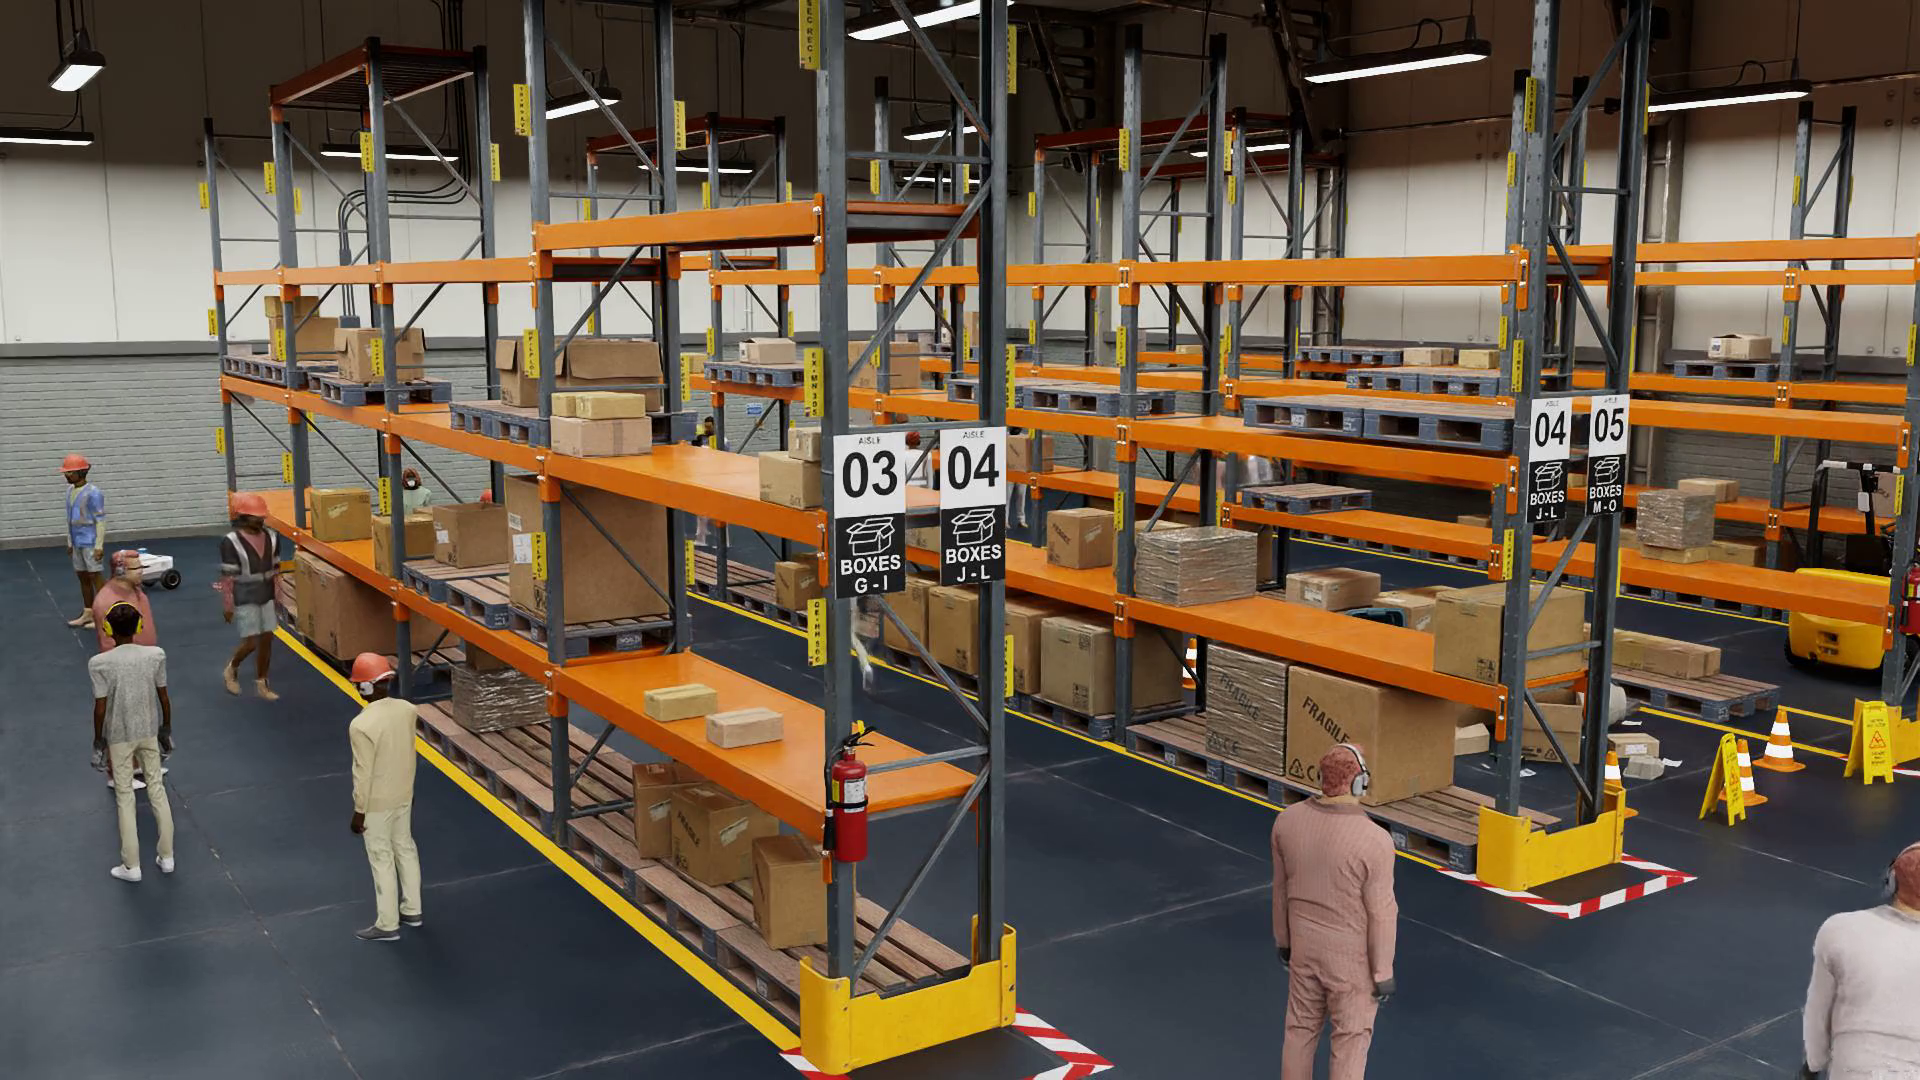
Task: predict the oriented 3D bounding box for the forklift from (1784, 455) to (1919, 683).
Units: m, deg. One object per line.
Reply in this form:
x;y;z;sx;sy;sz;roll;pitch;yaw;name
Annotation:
9.643;0.253;17.172;2.313;2.155;1.214;-6;10;-33;forklift

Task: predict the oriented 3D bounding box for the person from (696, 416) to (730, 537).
-3.950;-1.013;26.514;0.593;1.920;0.391;3;9;18;person

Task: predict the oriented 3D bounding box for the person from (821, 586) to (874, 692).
-1.112;0.602;15.997;0.514;1.856;0.584;-6;10;-34;person

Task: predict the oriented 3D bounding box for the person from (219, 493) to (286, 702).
-6.702;0.550;15.769;0.543;2.026;0.607;5;10;28;person

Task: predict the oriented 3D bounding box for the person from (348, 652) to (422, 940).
-3.511;1.540;10.068;0.346;1.746;0.573;3;9;16;person

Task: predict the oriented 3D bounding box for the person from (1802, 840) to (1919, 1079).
3.517;2.054;6.266;0.638;1.869;0.955;5;10;31;person

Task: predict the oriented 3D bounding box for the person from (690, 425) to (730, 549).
-3.826;-0.801;25.267;0.689;1.885;0.604;0;9;1;person

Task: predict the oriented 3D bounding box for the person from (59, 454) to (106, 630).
-10.123;0.024;19.193;0.615;2.040;0.391;5;10;31;person

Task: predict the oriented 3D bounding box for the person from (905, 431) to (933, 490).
-0.673;-0.658;24.269;0.573;1.883;0.353;-1;9;-8;person

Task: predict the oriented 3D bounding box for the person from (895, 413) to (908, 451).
-1.152;-1.651;31.850;0.422;1.612;0.532;3;9;17;person

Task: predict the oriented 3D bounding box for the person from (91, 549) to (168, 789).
-6.537;1.011;13.113;0.397;1.897;0.638;0;9;-3;person

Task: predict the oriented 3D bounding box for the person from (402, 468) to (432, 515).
-7.073;-0.122;21.525;0.507;1.632;0.265;-4;9;-25;person

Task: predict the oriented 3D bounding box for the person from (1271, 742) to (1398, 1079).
1.704;1.848;7.522;0.402;1.902;0.652;-7;11;-38;person

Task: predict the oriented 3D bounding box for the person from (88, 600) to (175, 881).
-5.510;1.331;11.068;0.313;1.869;0.528;8;11;42;person

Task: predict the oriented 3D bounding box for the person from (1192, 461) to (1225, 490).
3.632;-0.606;24.395;0.535;1.732;0.817;-2;9;-16;person

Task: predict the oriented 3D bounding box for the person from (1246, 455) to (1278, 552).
4.517;-0.669;24.639;0.638;1.796;0.617;5;10;32;person
